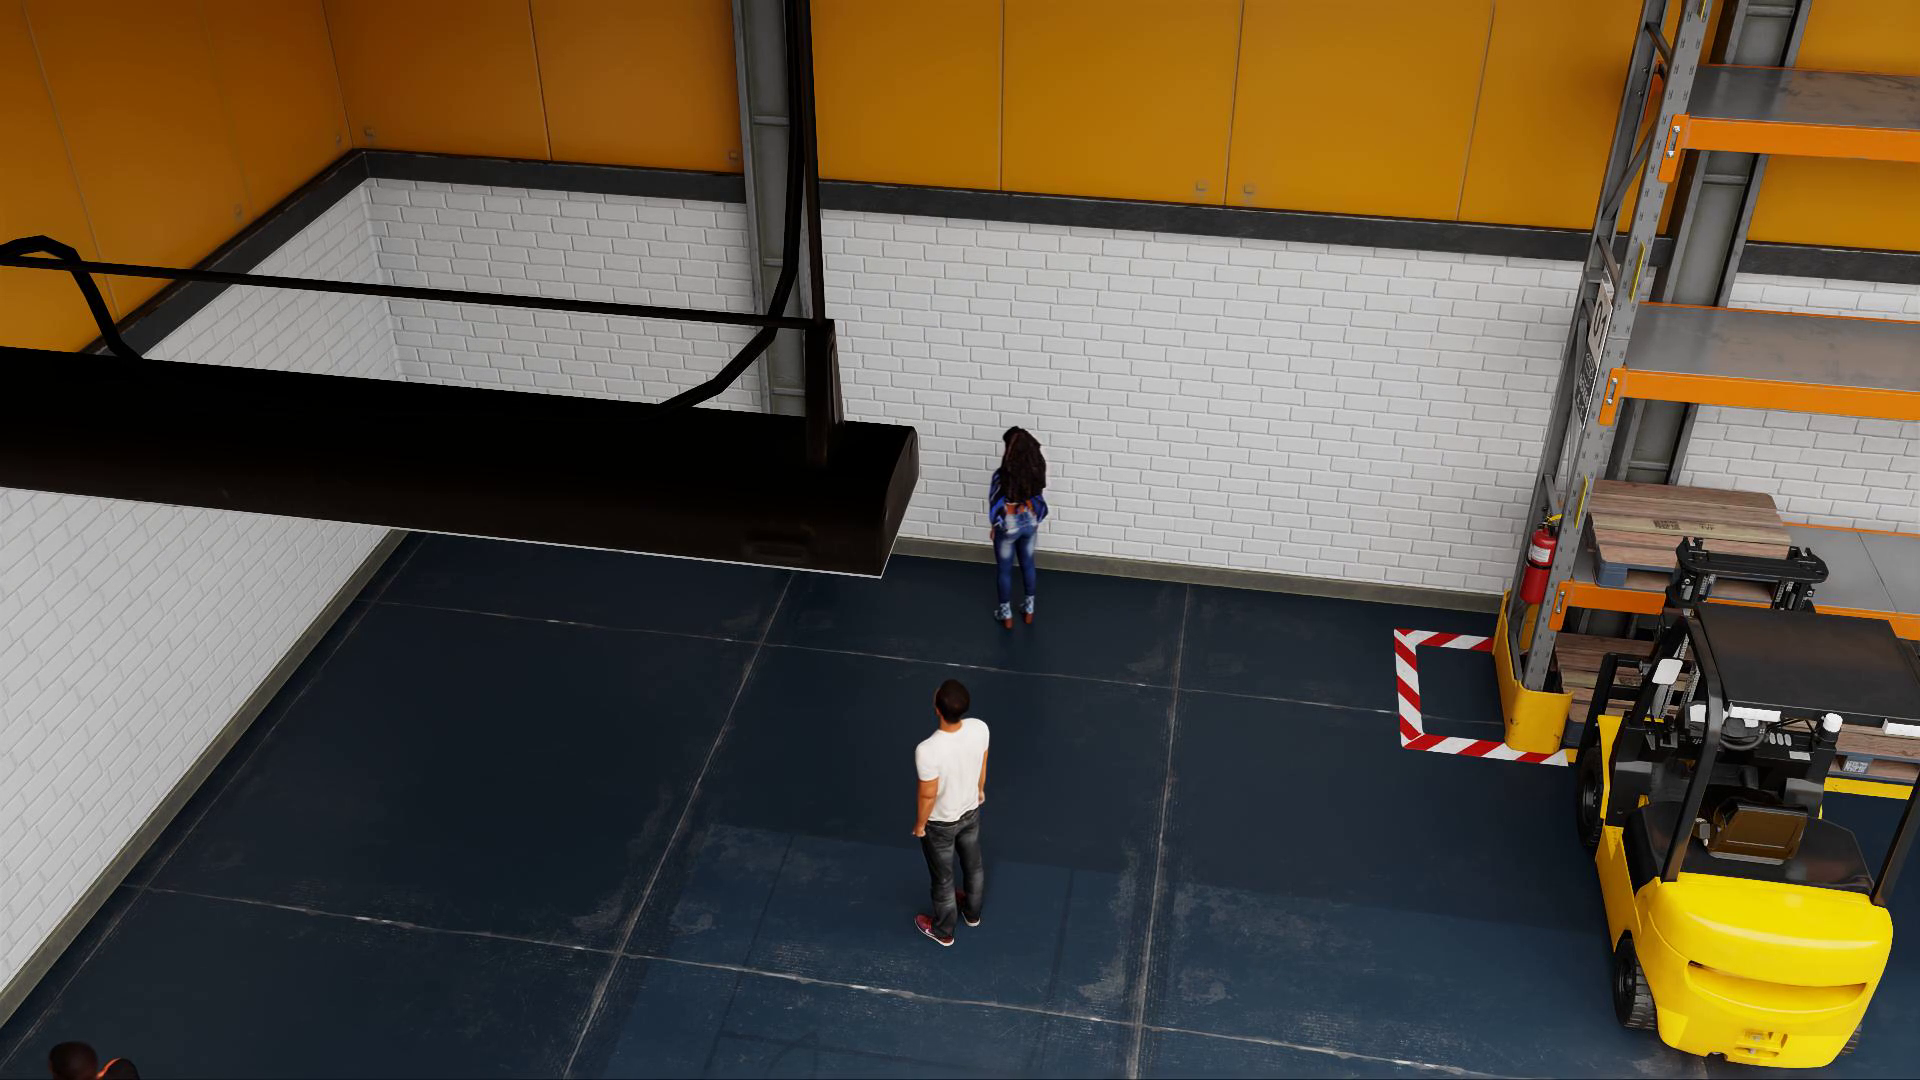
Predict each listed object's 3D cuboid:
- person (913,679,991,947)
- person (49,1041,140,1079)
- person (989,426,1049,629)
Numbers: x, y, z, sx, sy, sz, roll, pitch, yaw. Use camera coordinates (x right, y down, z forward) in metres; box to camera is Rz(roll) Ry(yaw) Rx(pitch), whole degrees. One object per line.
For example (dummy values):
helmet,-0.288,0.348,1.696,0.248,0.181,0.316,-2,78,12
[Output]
person,-0.045,1.511,9.280,0.711,1.804,0.748,-25,41,-33
person,-3.627,2.817,7.302,0.578,1.808,0.662,1,34,1
person,0.397,-0.098,11.855,0.676,1.622,0.760,-16,37,-23
